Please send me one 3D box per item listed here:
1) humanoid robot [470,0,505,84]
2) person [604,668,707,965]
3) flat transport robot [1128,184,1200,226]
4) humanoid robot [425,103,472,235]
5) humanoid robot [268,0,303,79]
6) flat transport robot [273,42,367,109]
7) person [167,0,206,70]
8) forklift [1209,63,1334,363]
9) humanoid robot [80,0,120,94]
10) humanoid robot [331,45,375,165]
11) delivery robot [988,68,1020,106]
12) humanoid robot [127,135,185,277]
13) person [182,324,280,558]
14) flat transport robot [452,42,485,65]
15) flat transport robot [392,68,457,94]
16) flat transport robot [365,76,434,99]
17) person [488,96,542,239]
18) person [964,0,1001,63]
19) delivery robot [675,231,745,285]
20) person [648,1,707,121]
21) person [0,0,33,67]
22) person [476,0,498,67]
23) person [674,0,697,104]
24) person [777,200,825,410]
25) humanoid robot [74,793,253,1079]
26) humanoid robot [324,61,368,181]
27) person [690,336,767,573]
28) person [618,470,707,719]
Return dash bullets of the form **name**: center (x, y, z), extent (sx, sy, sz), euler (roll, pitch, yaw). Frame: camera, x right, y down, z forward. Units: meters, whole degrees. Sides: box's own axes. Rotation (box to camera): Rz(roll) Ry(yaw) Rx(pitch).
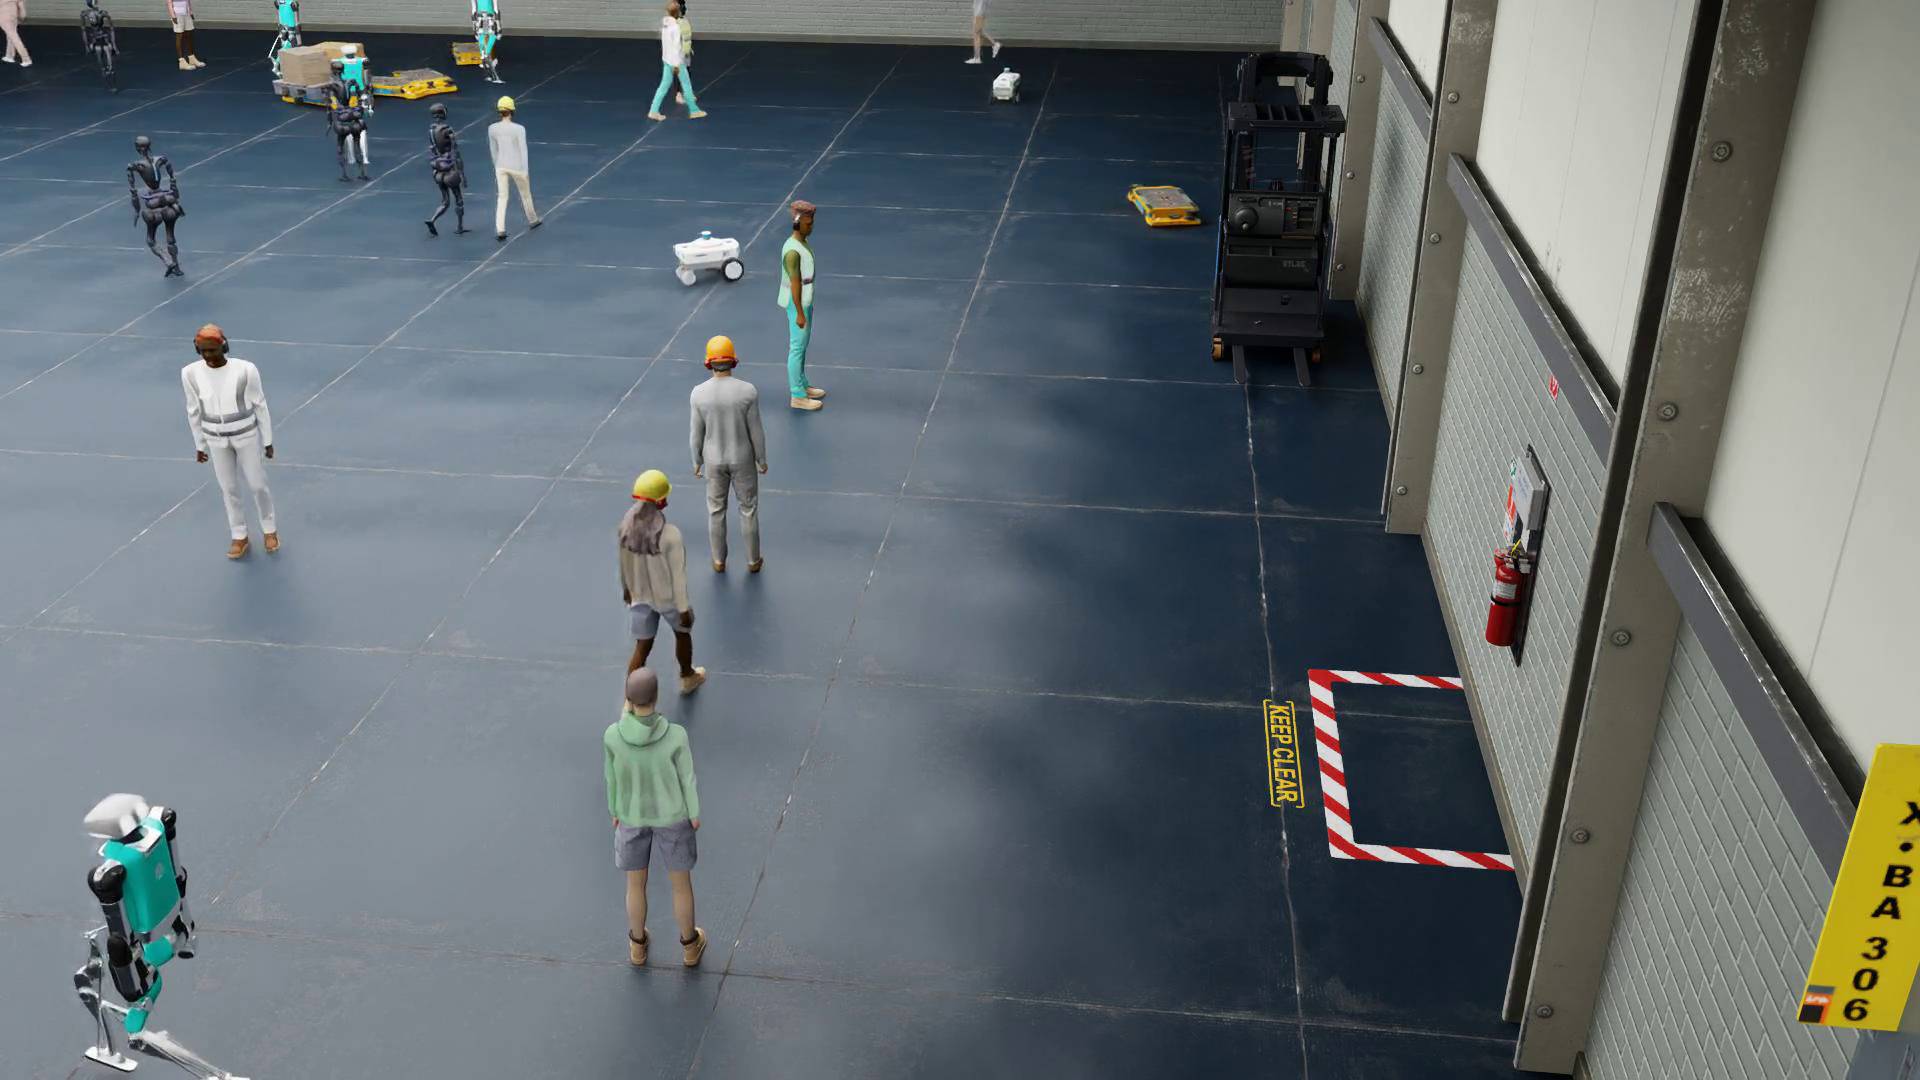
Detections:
- **humanoid robot**: center (-8.405, -8.954, 29.370), extent (0.622, 1.773, 0.840), euler (3, 27, 7)
- **person**: center (-1.586, 1.452, 8.609), extent (0.471, 1.733, 0.326), euler (1, 27, 2)
- **flat transport robot**: center (2.690, -4.428, 21.978), extent (0.659, 0.231, 1.431), euler (-3, 27, -6)
- **humanoid robot**: center (-6.475, -4.621, 20.801), extent (0.588, 1.636, 0.582), euler (19, 32, 33)
- **humanoid robot**: center (-11.493, -8.362, 28.230), extent (0.532, 1.839, 0.680), euler (16, 31, 28)
- **flat transport robot**: center (-10.709, -7.500, 28.111), extent (1.431, 0.231, 0.659), euler (15, 30, 27)
- **person**: center (-14.279, -9.699, 30.538), extent (0.401, 2.035, 0.608), euler (6, 27, 12)
- **forklift**: center (3.241, -3.477, 17.183), extent (1.129, 2.768, 1.873), euler (3, 27, 6)
- **humanoid robot**: center (-14.777, -8.537, 28.610), extent (0.593, 1.639, 0.502), euler (0, 27, 0)
- **humanoid robot**: center (-8.778, -6.296, 24.097), extent (0.531, 1.788, 0.815), euler (-13, 29, -24)
- **delivery robot**: center (0.786, -7.662, 28.118), extent (0.499, 0.596, 0.775), euler (6, 27, 12)
- **humanoid robot**: center (-9.273, -3.866, 19.283), extent (0.425, 1.641, 0.587), euler (19, 32, 33)
- **person**: center (-5.628, -0.764, 12.868), extent (0.584, 1.880, 0.353), euler (-4, 27, -7)
- **flat transport robot**: center (-9.262, -9.247, 31.598), extent (0.659, 0.231, 1.431), euler (-8, 28, -16)
- **flat transport robot**: center (-9.428, -8.058, 29.225), extent (0.659, 0.231, 1.431), euler (-18, 32, -32)
- **flat transport robot**: center (-9.846, -7.817, 28.743), extent (1.431, 0.231, 0.659), euler (8, 28, 16)
- **person**: center (-5.646, -4.677, 20.858), extent (0.532, 1.711, 0.931), euler (5, 27, 10)
- **person**: center (0.423, -9.841, 31.018), extent (0.618, 1.859, 0.502), euler (1, 27, 1)
- **delivery robot**: center (-2.935, -3.300, 19.399), extent (0.785, 0.587, 0.499), euler (-11, 29, -21)
- **person**: center (-4.639, -7.693, 26.721), extent (0.992, 1.869, 0.503), euler (-18, 32, -32)
- **person**: center (-17.683, -9.735, 30.801), extent (0.992, 1.858, 0.650), euler (11, 29, 21)
- **person**: center (-8.783, -9.722, 30.776), extent (0.397, 1.855, 0.778), euler (-1, 27, -2)
- **person**: center (-4.666, -8.220, 27.952), extent (0.321, 1.697, 0.530), euler (11, 29, 22)
- **person**: center (-1.507, -2.219, 15.664), extent (0.402, 1.979, 0.484), euler (1, 27, 3)
- **humanoid robot**: center (-3.951, 1.919, 7.730), extent (1.036, 1.774, 0.542), euler (3, 27, 7)
- **humanoid robot**: center (-8.602, -5.874, 23.280), extent (0.391, 1.650, 0.595), euler (22, 34, 37)
- **person**: center (-1.750, -0.633, 12.599), extent (0.569, 1.889, 0.389), euler (-1, 27, -3)
- **person**: center (-1.992, 0.354, 10.802), extent (0.552, 1.726, 0.863), euler (10, 28, 20)
